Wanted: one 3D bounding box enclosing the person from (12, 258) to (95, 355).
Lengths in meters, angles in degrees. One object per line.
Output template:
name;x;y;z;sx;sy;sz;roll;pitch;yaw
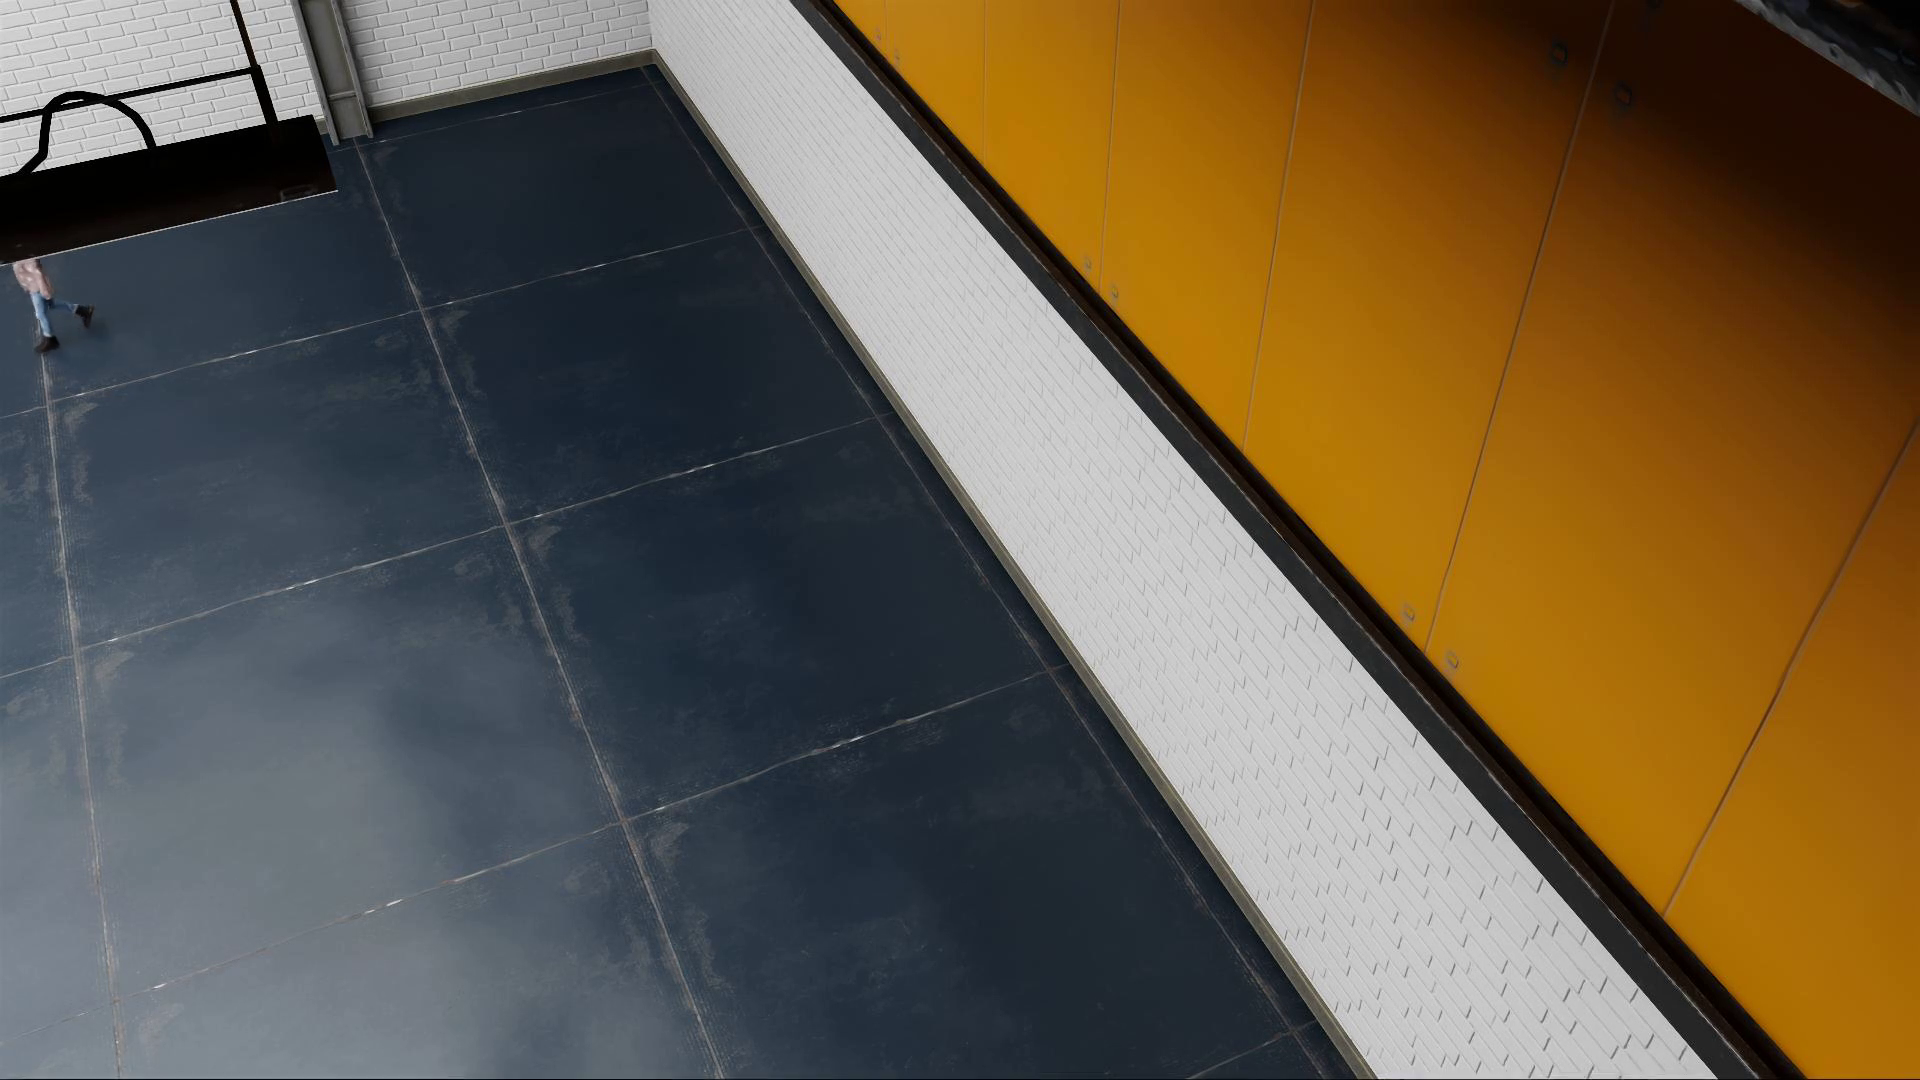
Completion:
person;-7.517;-2.116;13.624;0.836;1.179;0.595;-30;51;-28
